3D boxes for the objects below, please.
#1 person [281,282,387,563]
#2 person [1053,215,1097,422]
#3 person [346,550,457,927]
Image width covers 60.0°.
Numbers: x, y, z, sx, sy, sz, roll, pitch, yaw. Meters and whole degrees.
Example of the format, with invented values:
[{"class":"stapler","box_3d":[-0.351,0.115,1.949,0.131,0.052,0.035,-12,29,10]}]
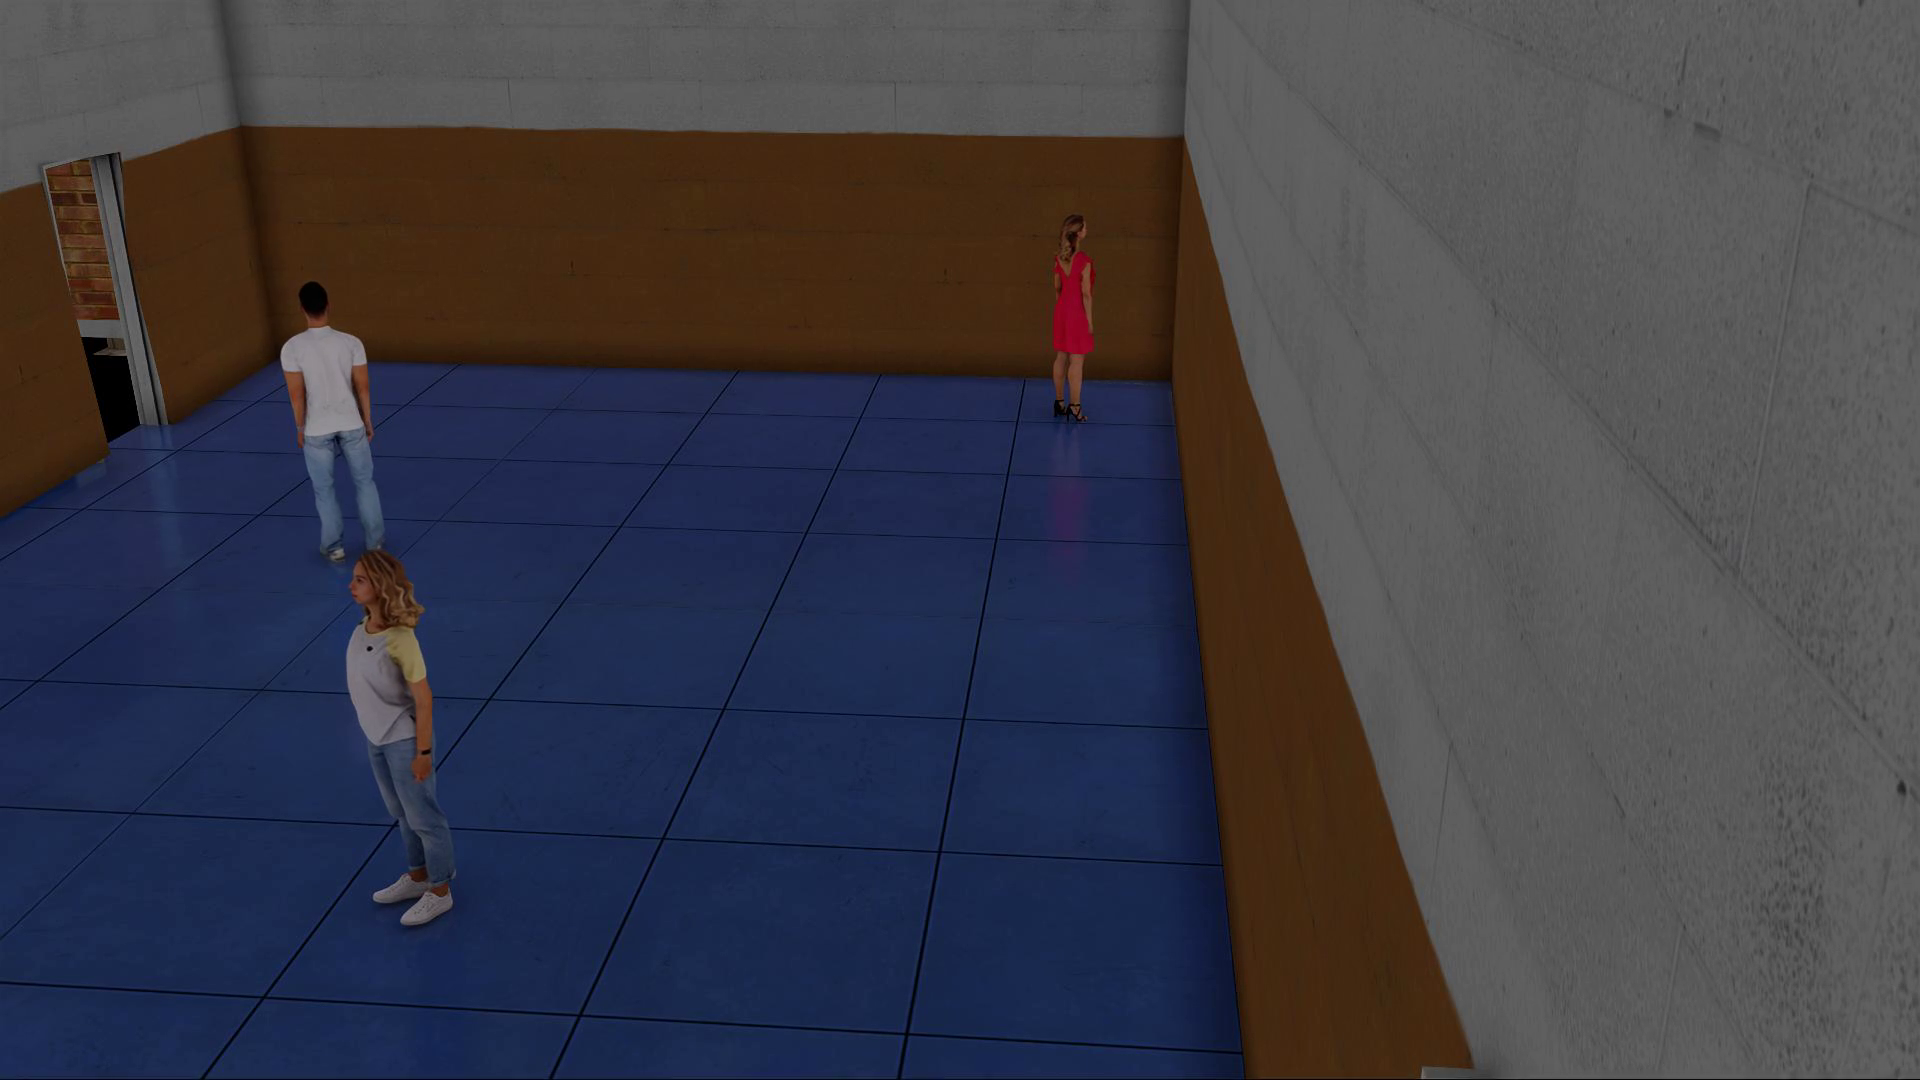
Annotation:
[{"class":"person","box_3d":[-4.134,-0.770,10.960,0.698,1.862,0.813,-12,25,-27]},{"class":"person","box_3d":[0.927,-1.850,13.826,0.713,1.728,0.662,-15,26,-33]},{"class":"person","box_3d":[-2.385,0.840,7.119,0.765,1.722,0.697,-18,28,-38]}]
